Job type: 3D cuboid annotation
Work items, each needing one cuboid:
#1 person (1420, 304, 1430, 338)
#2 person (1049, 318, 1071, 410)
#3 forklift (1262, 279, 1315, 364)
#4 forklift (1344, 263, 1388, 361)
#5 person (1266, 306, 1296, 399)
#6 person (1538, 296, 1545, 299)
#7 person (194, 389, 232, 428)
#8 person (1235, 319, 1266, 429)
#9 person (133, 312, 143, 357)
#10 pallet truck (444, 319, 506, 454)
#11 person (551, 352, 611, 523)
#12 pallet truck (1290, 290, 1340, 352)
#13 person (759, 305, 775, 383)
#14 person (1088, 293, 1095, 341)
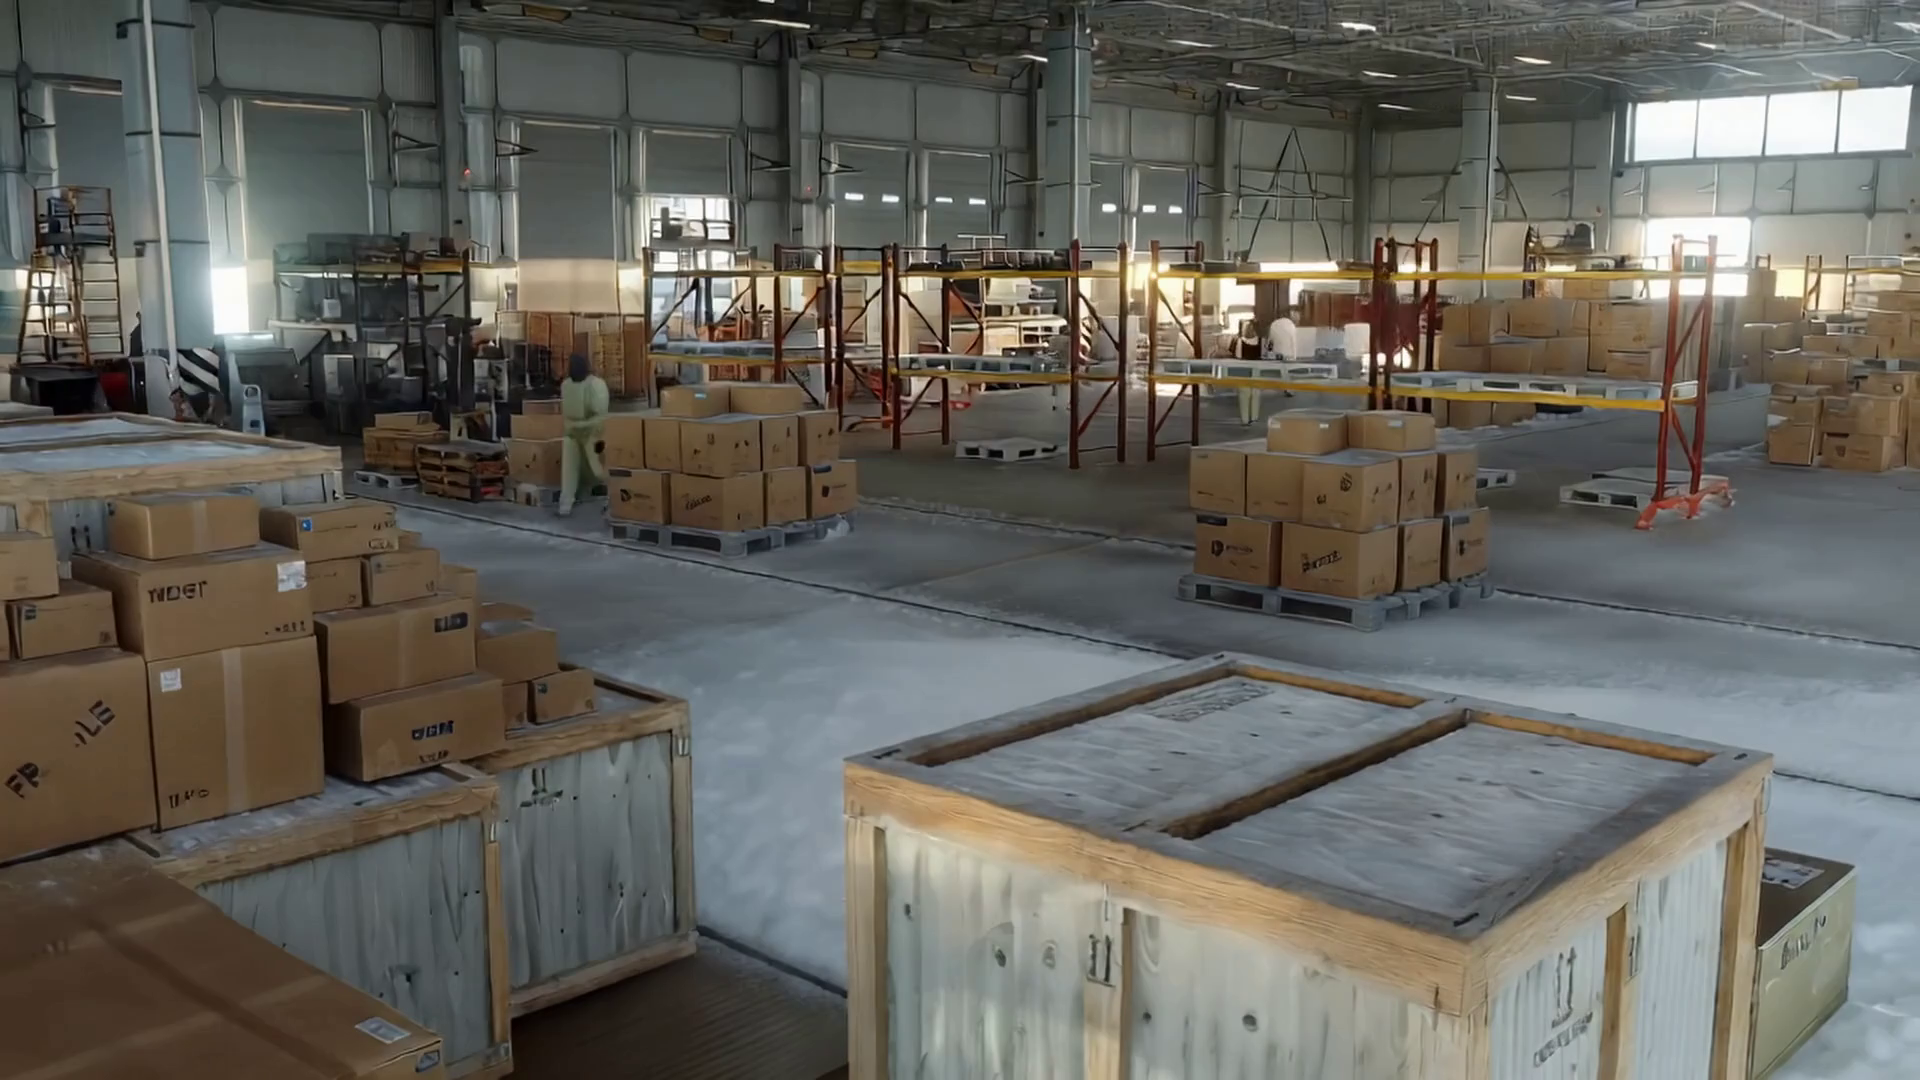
[{"bbox_3d":[13.467,-5.991,48.071,0.307,1.641,0.511,-5,11,-30],"label":"person"},{"bbox_3d":[1.920,-3.299,31.281,0.484,1.737,0.324,1,9,6],"label":"person"},{"bbox_3d":[8.560,-6.090,44.881,1.873,2.768,1.129,9,13,43],"label":"forklift"},{"bbox_3d":[11.973,-6.468,47.199,1.873,2.768,1.129,4,10,24],"label":"forklift"},{"bbox_3d":[6.555,-3.838,34.069,0.602,1.910,0.676,-8,12,-39],"label":"person"},{"bbox_3d":[15.826,-5.731,45.609,0.756,1.922,0.635,-6,11,-32],"label":"person"},{"bbox_3d":[-5.355,-0.151,11.750,0.917,1.834,0.530,-7,11,-35],"label":"person"},{"bbox_3d":[4.817,-2.751,27.614,0.534,1.830,0.407,1,9,6],"label":"person"},{"bbox_3d":[-13.995,-2.966,28.592,0.467,1.949,0.745,-3,10,-17],"label":"person"},{"bbox_3d":[-6.981,-1.942,22.150,1.885,1.965,0.823,1,9,9],"label":"pallet truck"},{"bbox_3d":[-3.958,-1.108,17.686,0.639,1.799,0.977,4,10,24],"label":"person"},{"bbox_3d":[11.297,-6.951,52.861,1.885,1.965,0.823,-5,11,-29],"label":"pallet truck"},{"bbox_3d":[-4.160,-4.126,35.884,0.337,1.883,0.584,-4,10,-26],"label":"person"},{"bbox_3d":[3.850,-6.653,51.286,0.641,1.922,0.501,-6,11,-33],"label":"person"}]
